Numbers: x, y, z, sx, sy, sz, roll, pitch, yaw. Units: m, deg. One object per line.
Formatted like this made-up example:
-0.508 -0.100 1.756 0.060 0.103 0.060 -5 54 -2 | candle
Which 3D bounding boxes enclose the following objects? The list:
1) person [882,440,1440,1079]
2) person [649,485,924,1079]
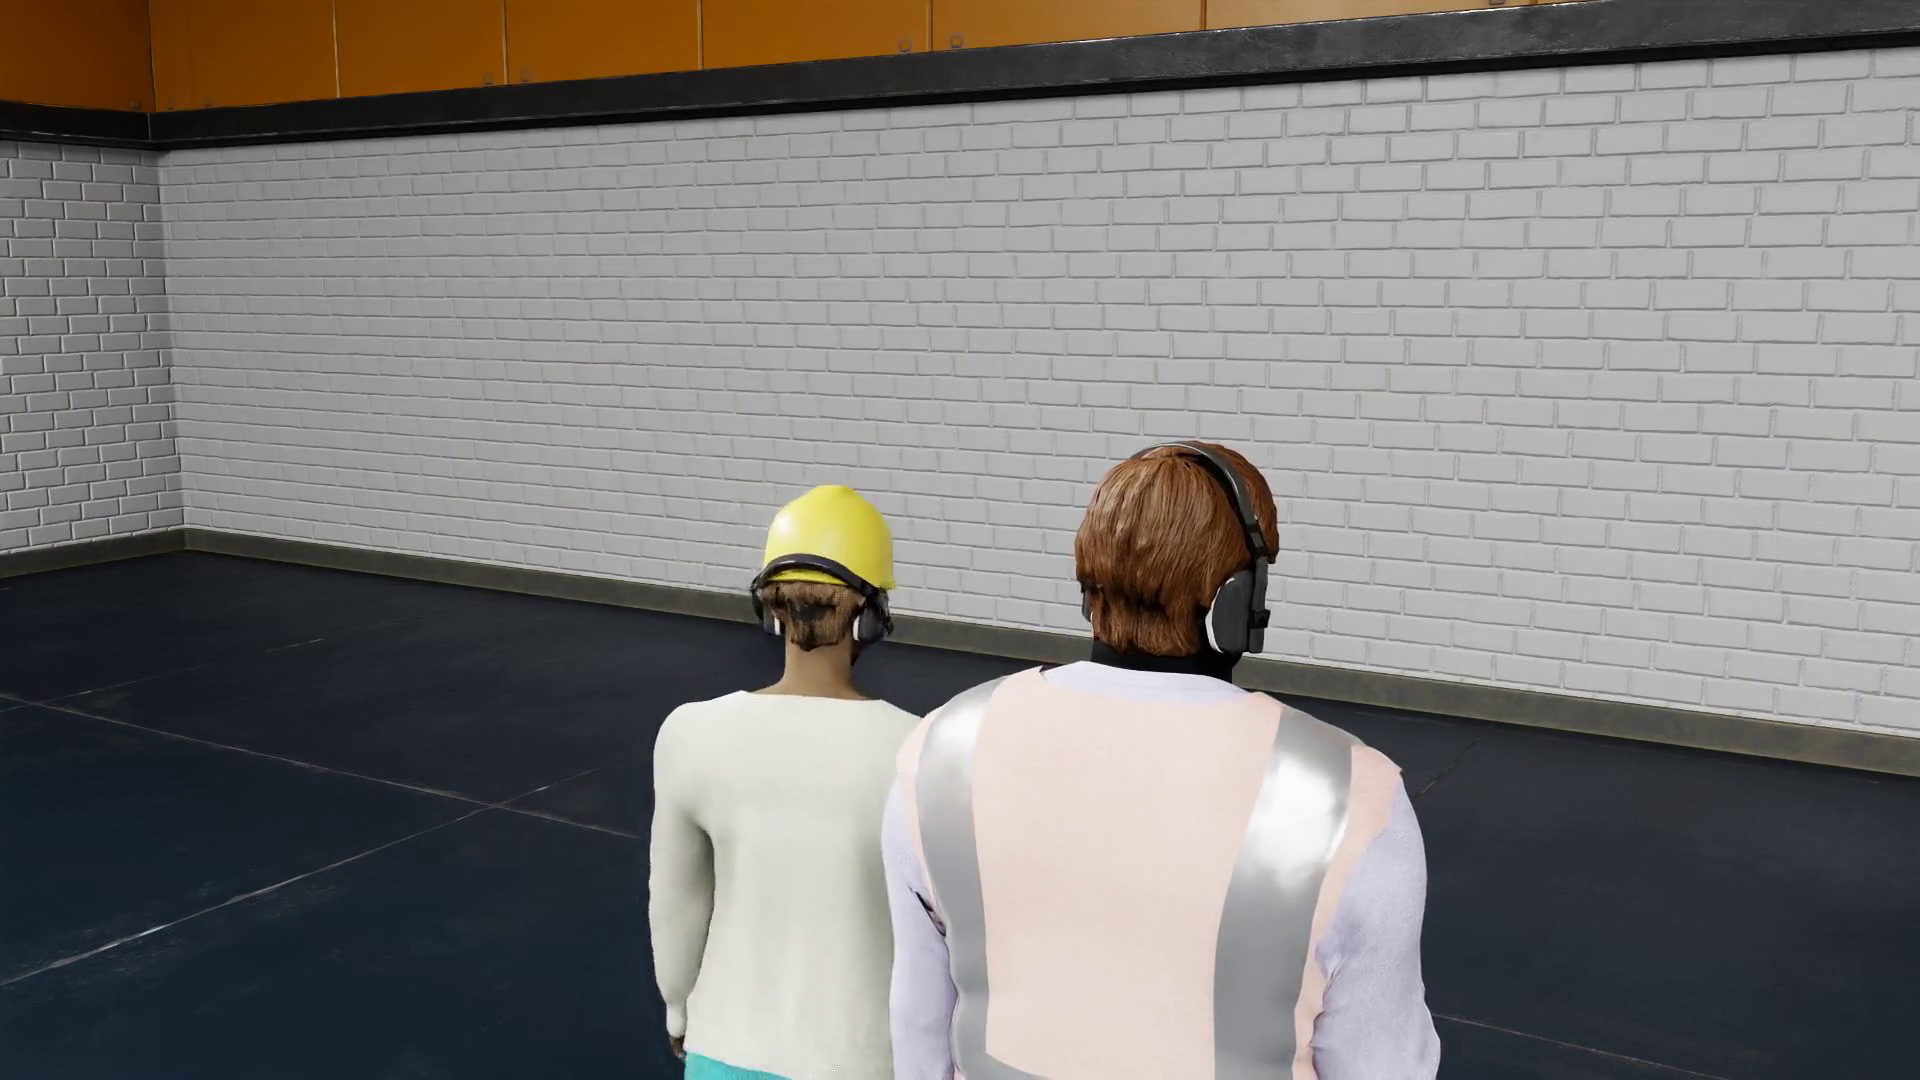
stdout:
0.233 0.803 1.929 0.634 1.842 0.429 5 10 27 | person
-0.243 0.771 2.556 0.548 1.699 0.957 2 9 11 | person
